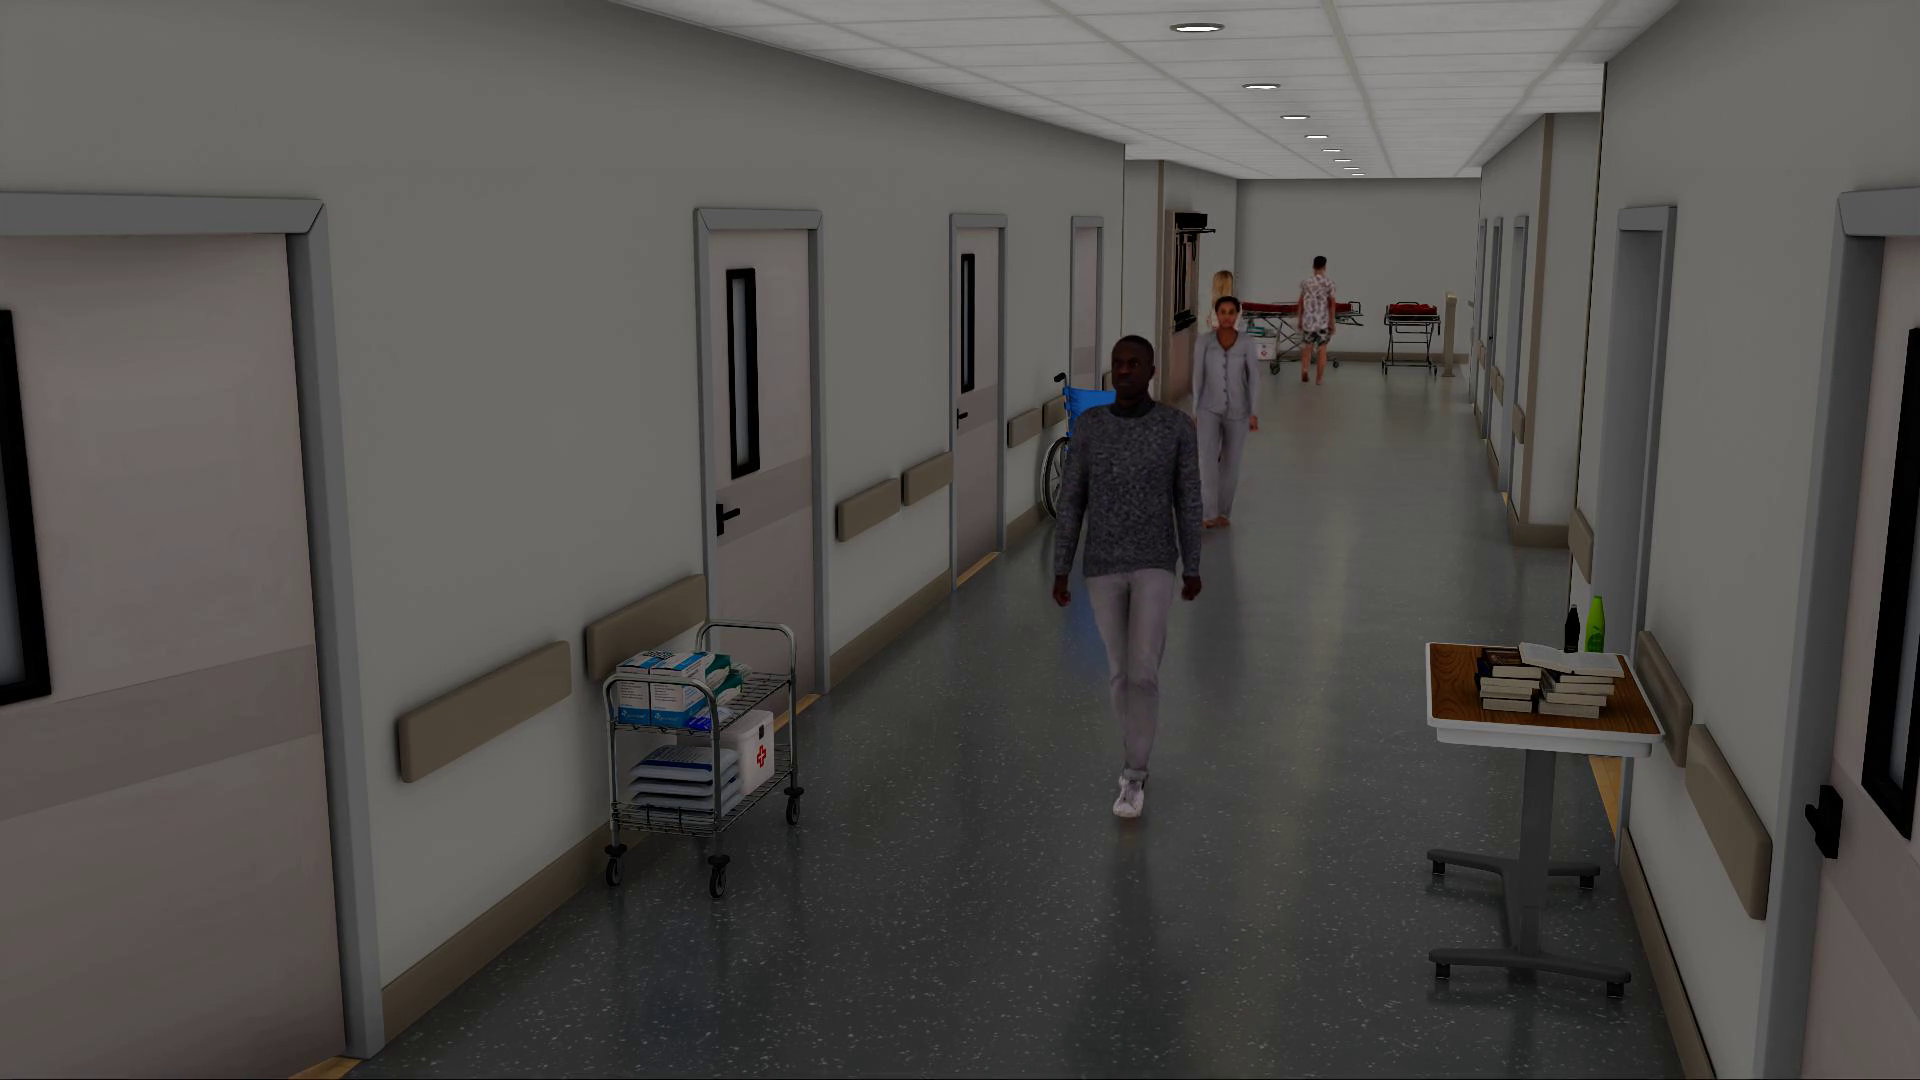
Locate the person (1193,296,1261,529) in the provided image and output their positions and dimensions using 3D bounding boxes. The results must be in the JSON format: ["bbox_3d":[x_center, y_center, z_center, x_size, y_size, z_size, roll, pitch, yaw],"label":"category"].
[{"bbox_3d":[1.972,-0.951,12.443,0.729,1.711,0.974,1,11,5],"label":"person"}]

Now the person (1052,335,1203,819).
[{"bbox_3d":[0.697,0.113,6.564,0.722,1.812,0.915,4,11,19],"label":"person"}]

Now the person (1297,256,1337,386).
[{"bbox_3d":[4.991,-3.078,23.387,0.753,1.810,0.809,6,12,27],"label":"person"}]

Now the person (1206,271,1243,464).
[{"bbox_3d":[2.547,-1.596,15.580,0.836,1.808,0.782,11,15,44],"label":"person"}]
